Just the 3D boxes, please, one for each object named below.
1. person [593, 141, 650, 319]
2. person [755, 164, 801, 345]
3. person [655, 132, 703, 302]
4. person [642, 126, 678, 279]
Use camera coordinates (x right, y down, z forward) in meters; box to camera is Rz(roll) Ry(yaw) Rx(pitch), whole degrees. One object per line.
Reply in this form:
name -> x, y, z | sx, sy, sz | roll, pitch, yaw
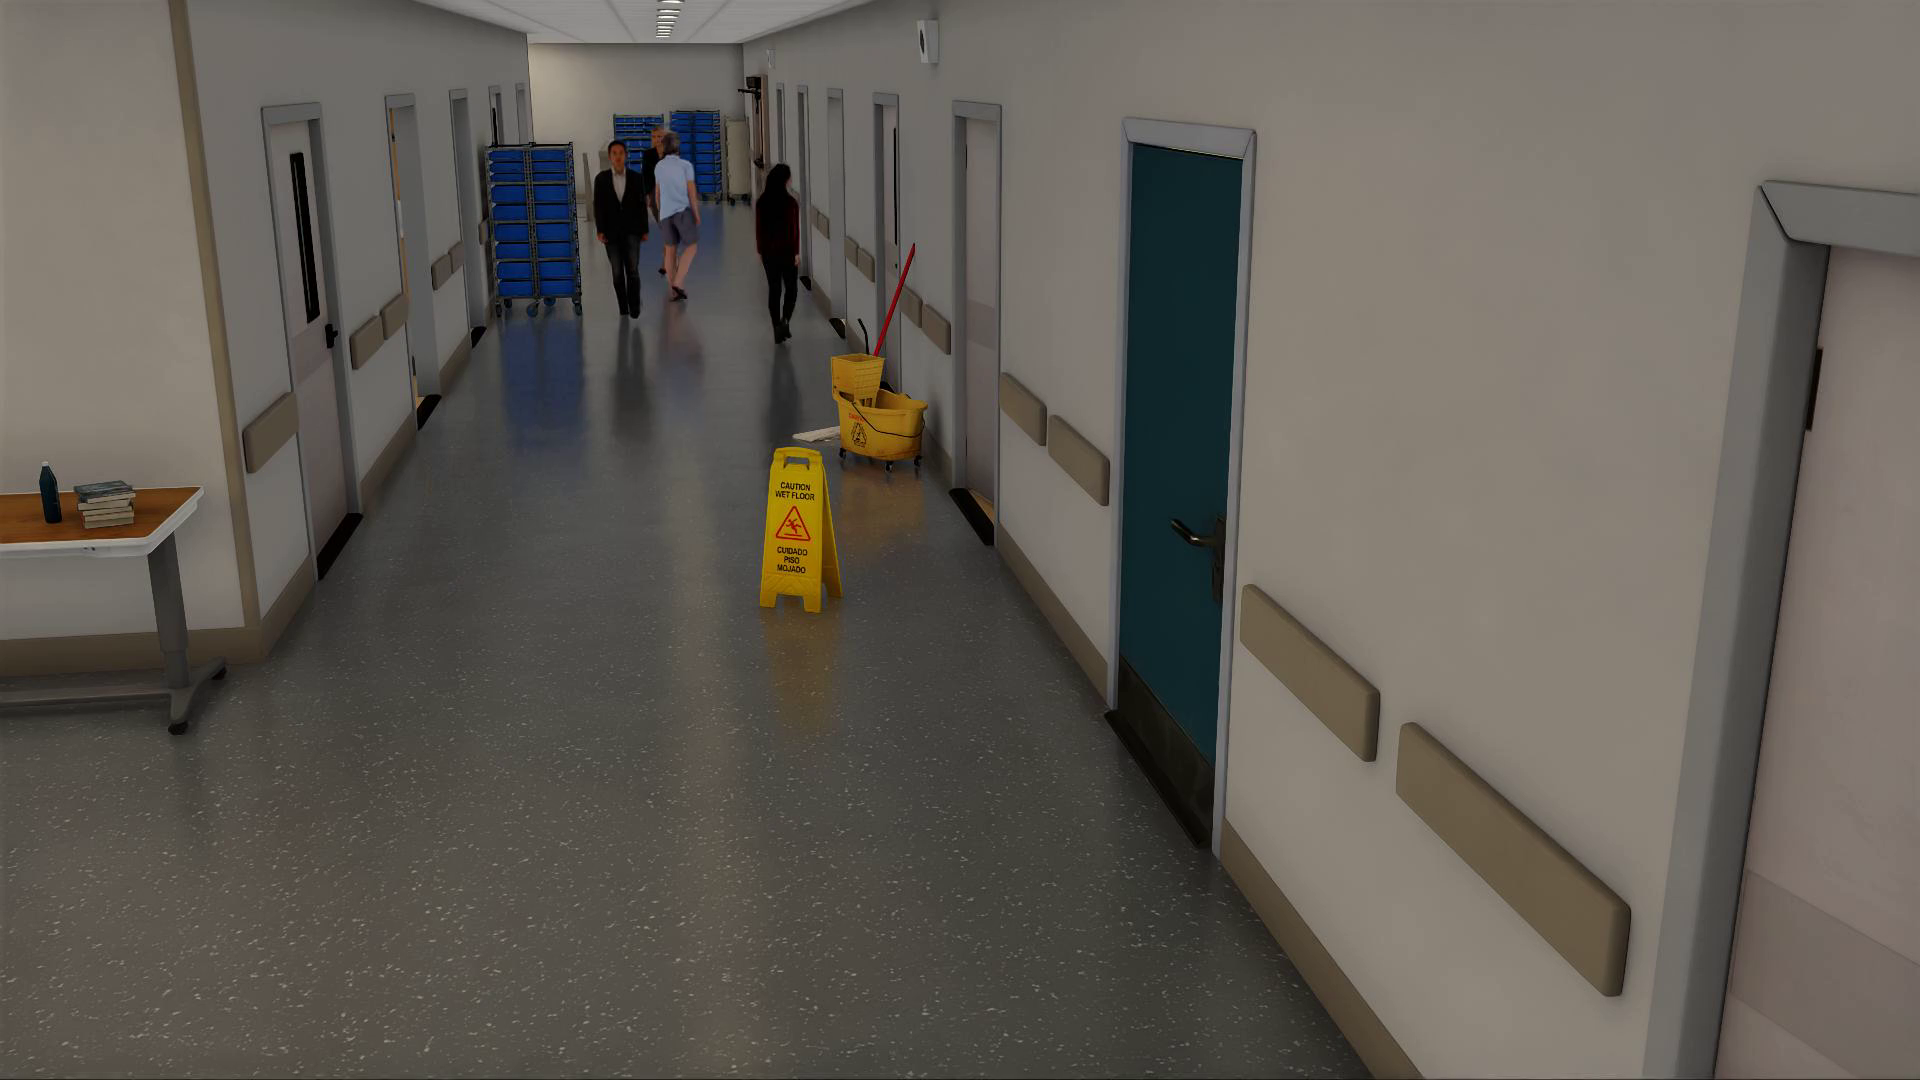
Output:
person -> -3.467, -3.139, 16.969 | 0.696, 1.764, 1.108 | -3, 16, -11
person -> -1.707, -2.625, 15.379 | 0.680, 1.638, 0.687 | 3, 16, 12
person -> -3.151, -3.541, 18.289 | 0.840, 1.822, 0.869 | 4, 16, 13
person -> -3.607, -4.075, 20.263 | 0.797, 1.779, 1.245 | 0, 16, 1
